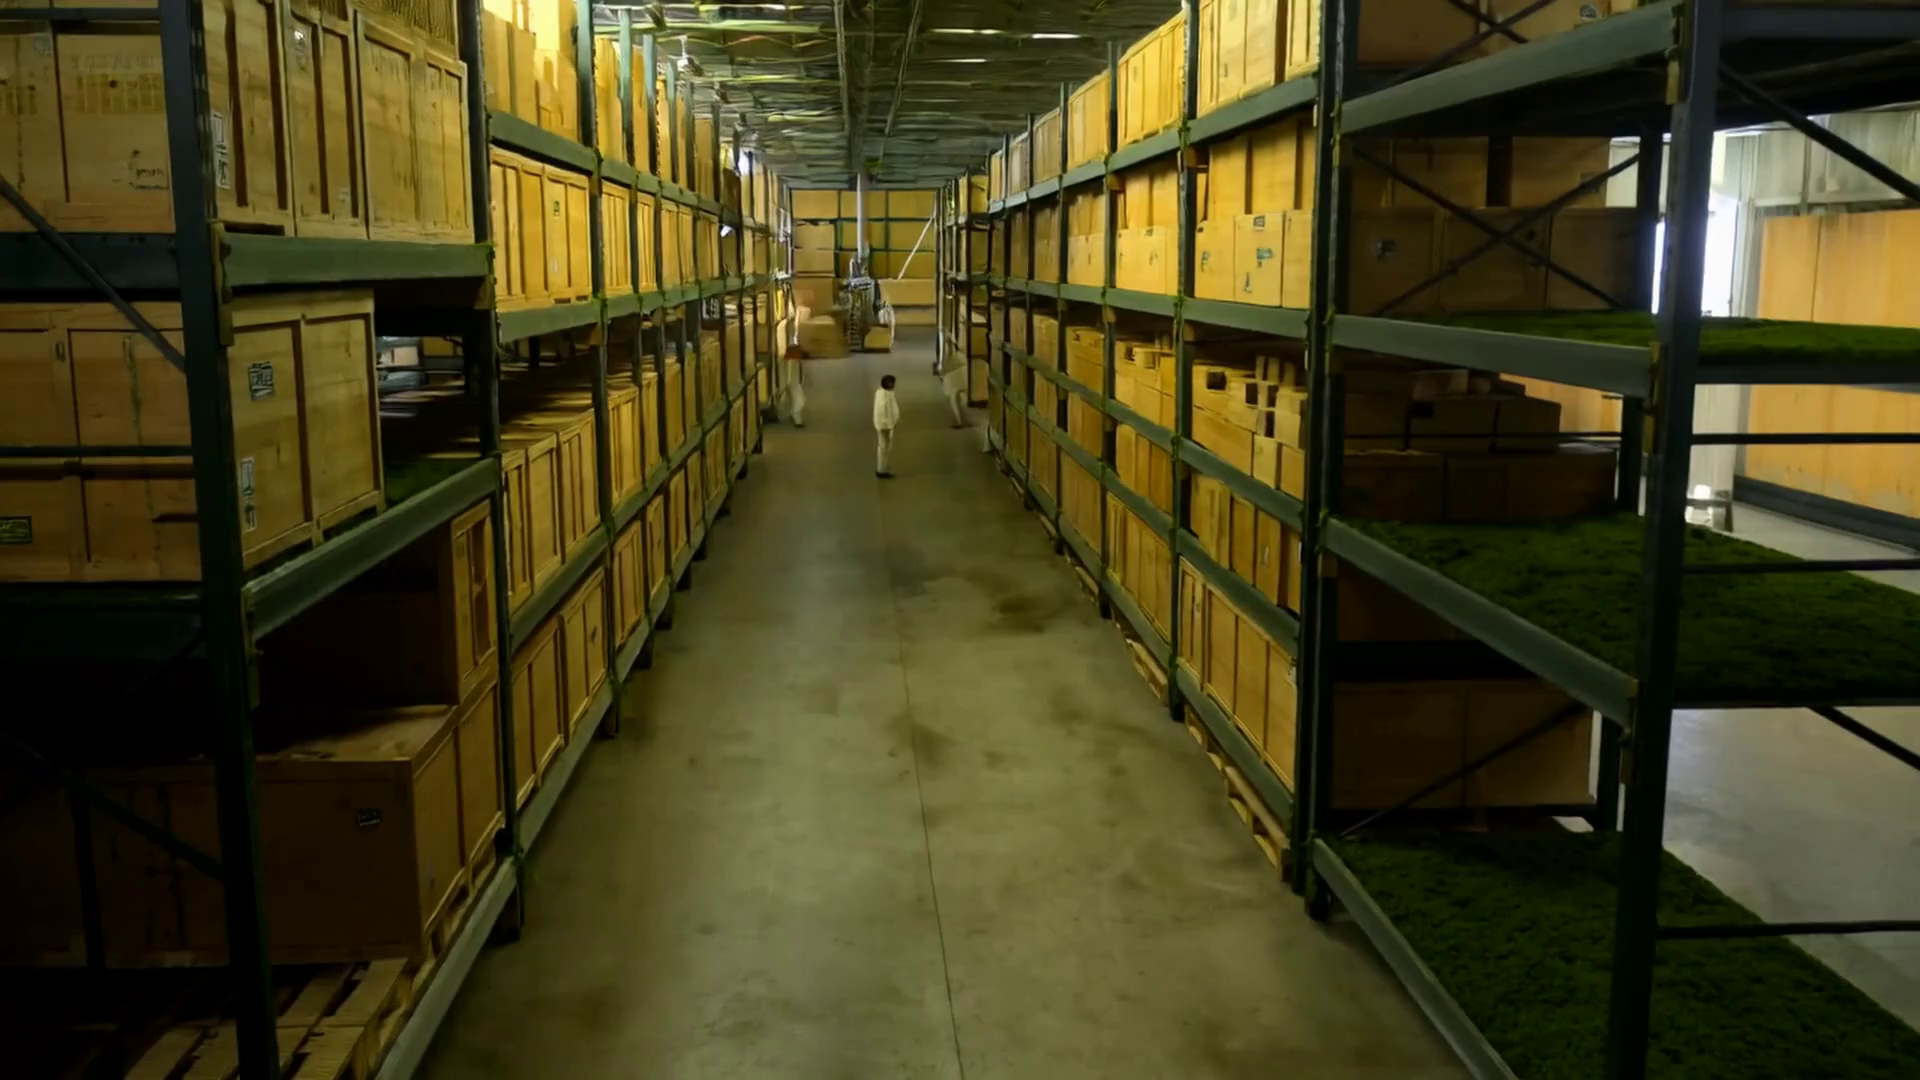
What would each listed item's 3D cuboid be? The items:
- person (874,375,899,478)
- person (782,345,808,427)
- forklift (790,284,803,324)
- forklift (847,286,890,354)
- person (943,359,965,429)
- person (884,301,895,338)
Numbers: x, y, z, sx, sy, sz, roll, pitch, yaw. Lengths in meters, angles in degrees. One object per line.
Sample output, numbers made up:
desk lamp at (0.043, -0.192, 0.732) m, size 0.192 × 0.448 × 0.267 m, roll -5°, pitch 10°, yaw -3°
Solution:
person at (-1.310, -2.033, 29.753) m, size 0.431 × 1.835 × 0.621 m, roll -3°, pitch 10°, yaw -17°
person at (-3.840, -3.580, 38.755) m, size 0.487 × 1.906 × 0.620 m, roll -1°, pitch 10°, yaw -4°
forklift at (-7.525, -10.129, 74.969) m, size 1.129 × 2.768 × 1.873 m, roll 7°, pitch 12°, yaw 37°
forklift at (-3.867, -9.112, 68.900) m, size 1.873 × 2.768 × 1.129 m, roll -1°, pitch 10°, yaw -3°
person at (-0.125, -3.359, 38.311) m, size 0.484 × 1.604 × 0.515 m, roll 7°, pitch 12°, yaw 35°
person at (-3.575, -11.111, 83.800) m, size 0.553 × 1.881 × 1.029 m, roll 2°, pitch 10°, yaw 14°
